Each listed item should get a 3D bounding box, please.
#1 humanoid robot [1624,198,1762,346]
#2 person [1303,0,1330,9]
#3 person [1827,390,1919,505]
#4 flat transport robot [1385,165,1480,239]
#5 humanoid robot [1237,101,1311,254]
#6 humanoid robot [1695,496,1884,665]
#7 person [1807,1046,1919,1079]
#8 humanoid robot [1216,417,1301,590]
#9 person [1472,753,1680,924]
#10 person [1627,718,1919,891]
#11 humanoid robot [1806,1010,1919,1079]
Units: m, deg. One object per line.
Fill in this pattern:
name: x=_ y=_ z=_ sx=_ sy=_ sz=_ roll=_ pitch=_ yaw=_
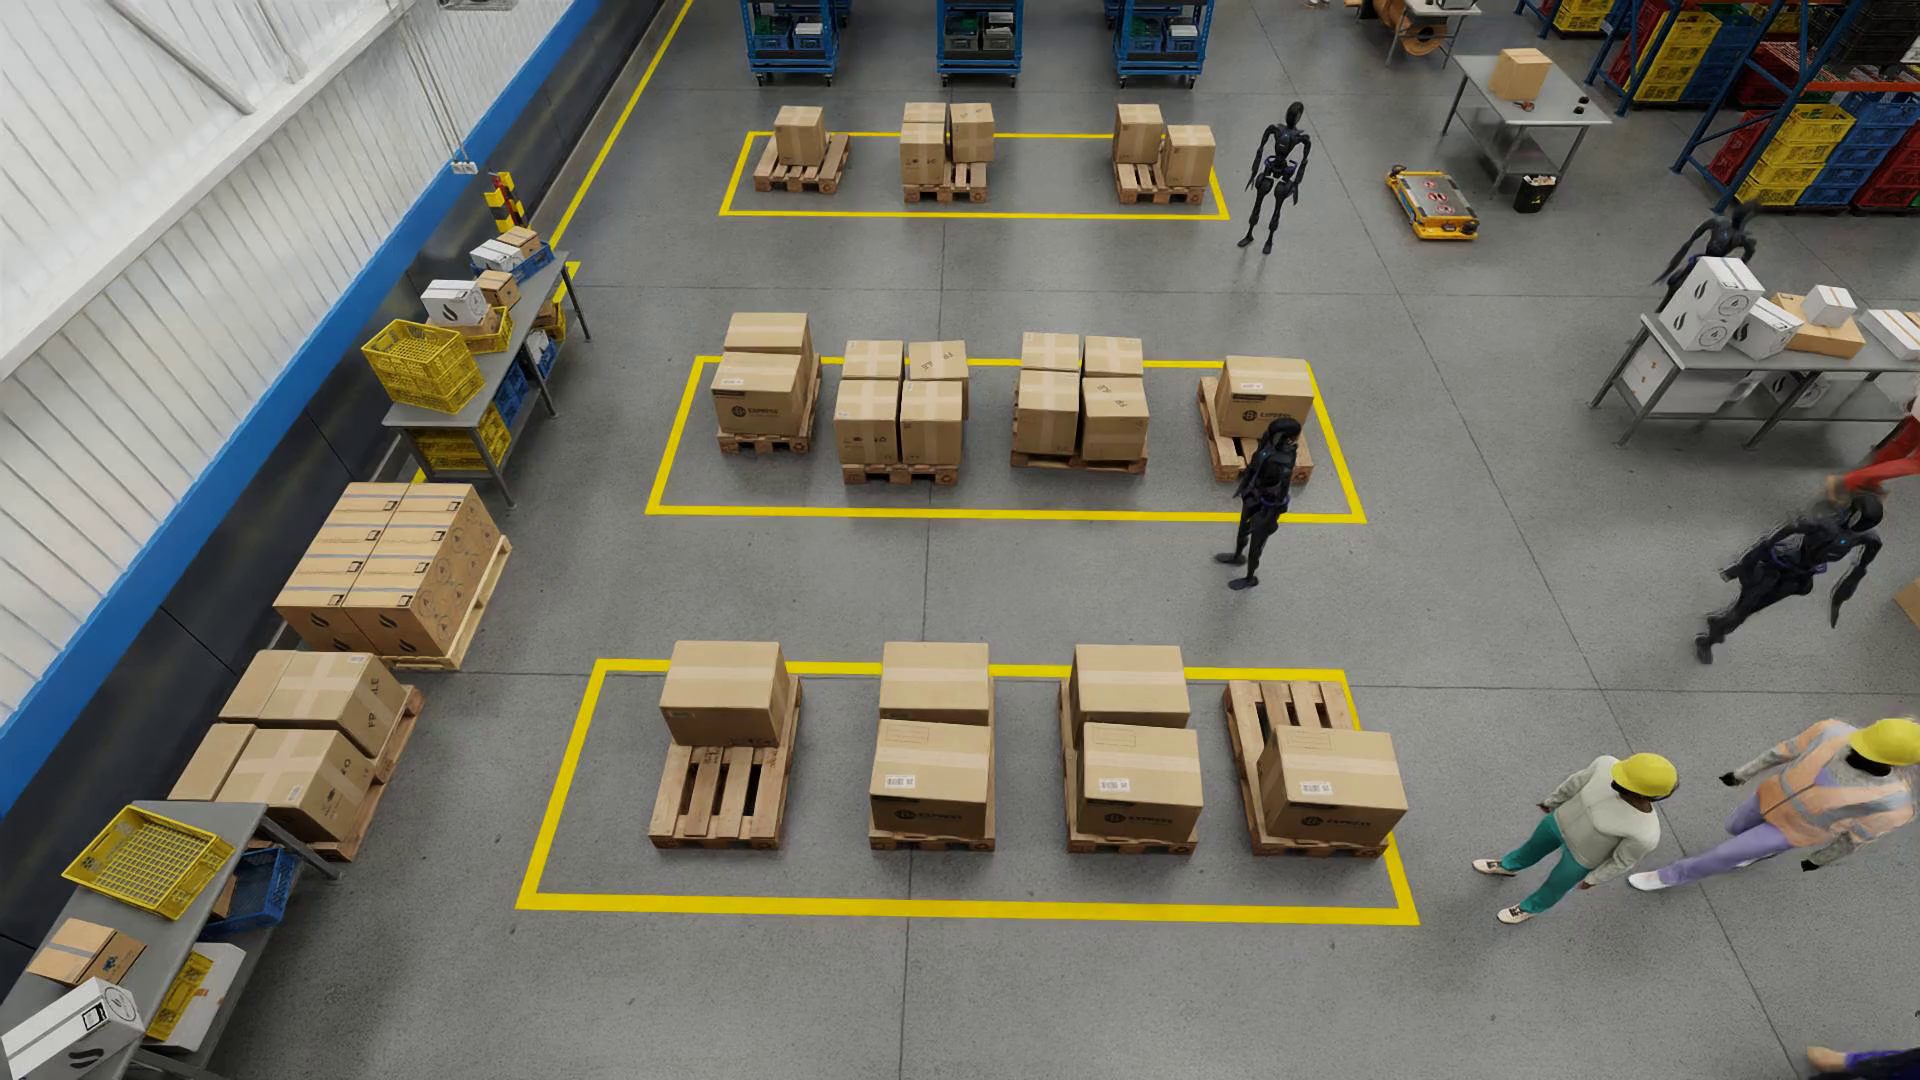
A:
humanoid robot: x=7.024 y=-2.474 z=8.745 sx=0.341 sy=1.667 sz=0.589 roll=-23 pitch=53 yaw=-19
person: x=6.039 y=-9.657 z=14.826 sx=0.573 sy=1.882 sz=0.356 roll=-12 pitch=50 yaw=-10
person: x=7.777 y=-1.016 z=7.282 sx=0.635 sy=1.973 sz=0.634 roll=14 pitch=51 yaw=12
flat transport robot: x=5.692 y=-4.094 z=11.059 sx=0.652 sy=0.197 sz=1.431 roll=1 pitch=49 yaw=1
humanoid robot: x=3.448 y=-3.930 z=9.993 sx=0.601 sy=1.657 sz=0.324 roll=25 pitch=54 yaw=20
humanoid robot: x=5.758 y=0.283 z=6.366 sx=0.595 sy=1.637 sz=0.631 roll=11 pitch=50 yaw=9
person: x=5.136 y=2.318 z=4.356 sx=0.907 sy=2.000 sz=0.686 roll=22 pitch=53 yaw=18
humanoid robot: x=2.232 y=-0.267 z=6.824 sx=0.315 sy=1.657 sz=0.610 roll=-5 pitch=49 yaw=-4
person: x=3.416 y=1.663 z=5.102 sx=0.328 sy=1.767 sz=0.527 roll=-3 pitch=49 yaw=-2
person: x=4.682 y=1.519 z=5.140 sx=0.842 sy=1.892 sz=0.595 roll=-1 pitch=49 yaw=-1
humanoid robot: x=5.048 y=2.525 z=4.458 sx=0.755 sy=1.635 sz=0.545 roll=-13 pitch=50 yaw=-11
